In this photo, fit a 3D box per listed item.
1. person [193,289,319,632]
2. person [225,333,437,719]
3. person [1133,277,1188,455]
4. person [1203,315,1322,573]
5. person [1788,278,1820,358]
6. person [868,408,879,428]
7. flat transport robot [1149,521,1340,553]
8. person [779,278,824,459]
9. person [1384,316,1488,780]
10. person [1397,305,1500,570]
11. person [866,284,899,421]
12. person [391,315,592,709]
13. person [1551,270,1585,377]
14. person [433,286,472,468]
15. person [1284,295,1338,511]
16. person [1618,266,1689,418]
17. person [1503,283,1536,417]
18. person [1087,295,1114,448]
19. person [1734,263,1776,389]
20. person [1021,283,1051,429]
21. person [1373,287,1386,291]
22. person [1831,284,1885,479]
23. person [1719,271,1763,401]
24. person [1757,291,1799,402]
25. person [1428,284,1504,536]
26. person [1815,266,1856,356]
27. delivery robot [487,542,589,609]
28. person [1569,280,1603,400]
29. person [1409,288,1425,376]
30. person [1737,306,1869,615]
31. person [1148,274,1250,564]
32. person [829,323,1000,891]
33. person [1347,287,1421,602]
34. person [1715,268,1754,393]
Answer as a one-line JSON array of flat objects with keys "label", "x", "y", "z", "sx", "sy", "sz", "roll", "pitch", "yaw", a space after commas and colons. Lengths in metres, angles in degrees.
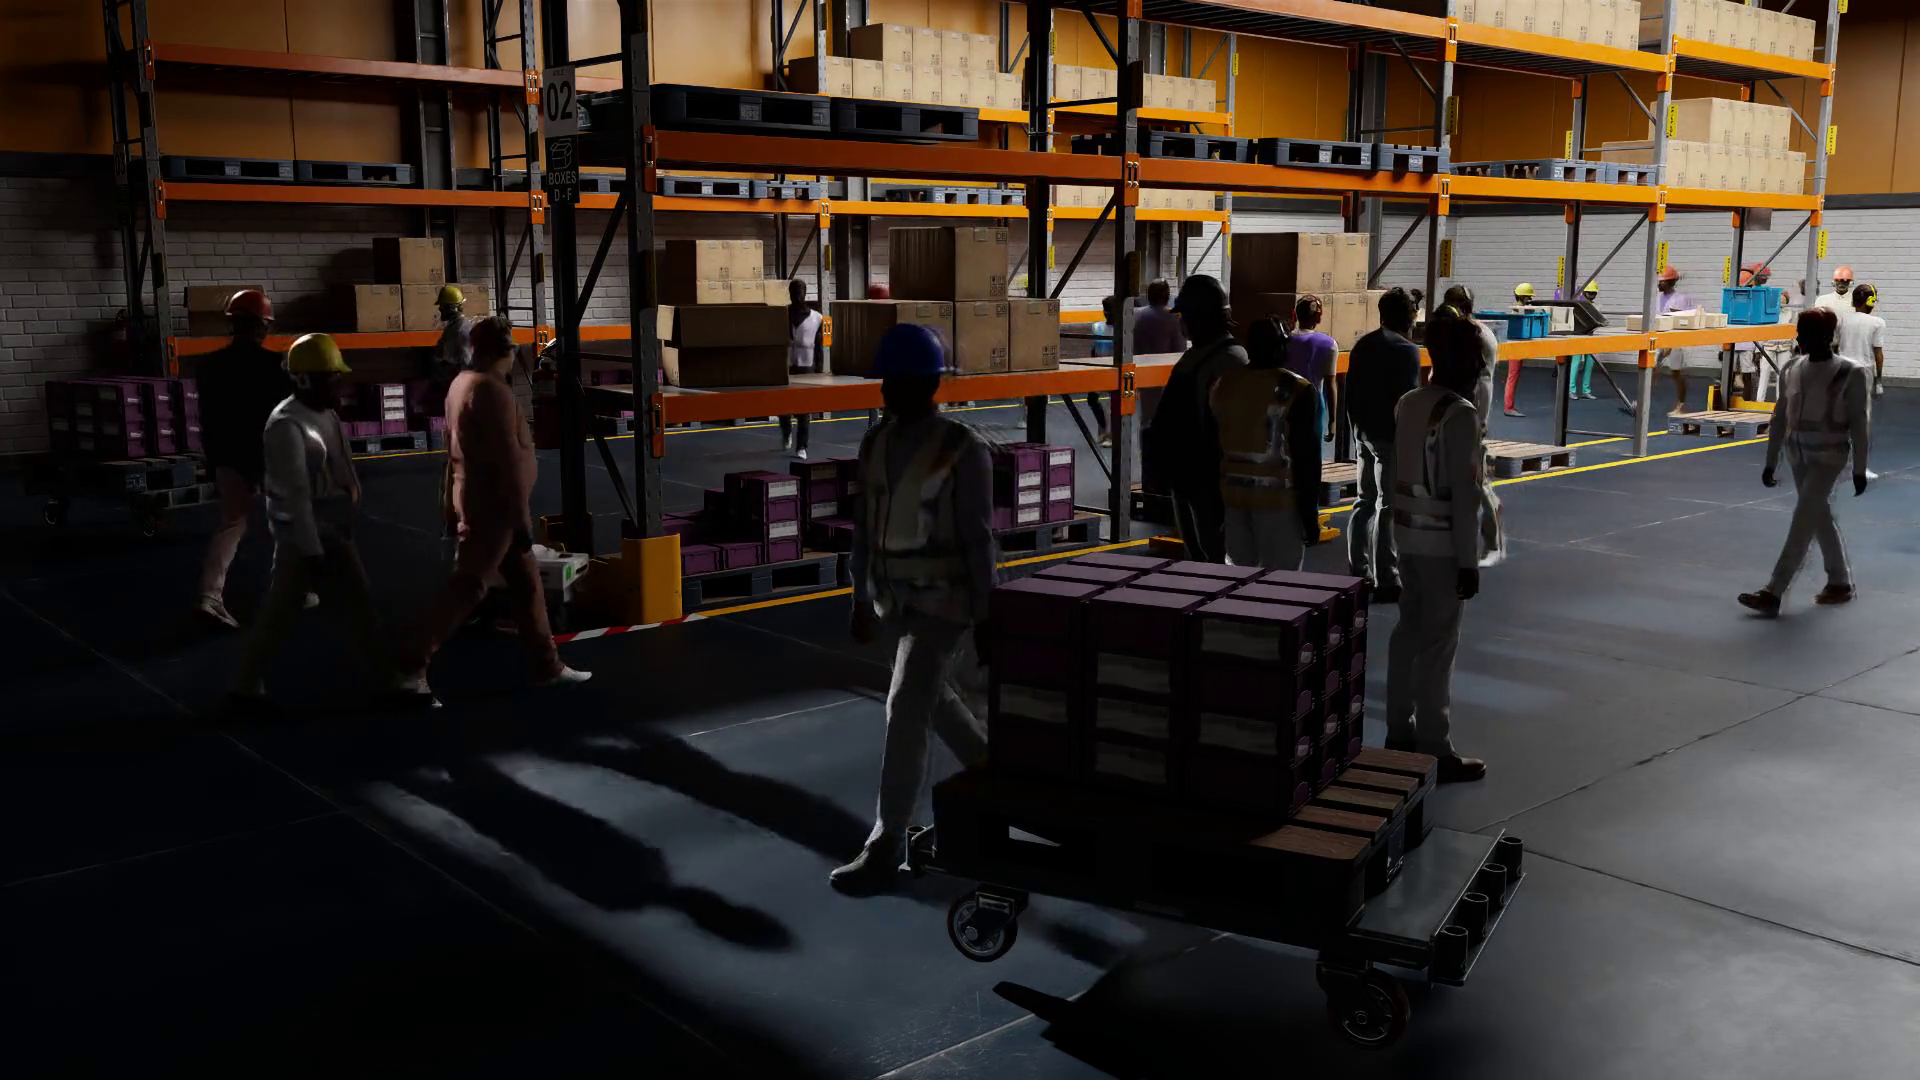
[{"label": "person", "x": -4.116, "y": -0.464, "z": 9.573, "sx": 0.621, "sy": 1.946, "sz": 1.014, "roll": 1, "pitch": 10, "yaw": 6}, {"label": "person", "x": -2.968, "y": -0.051, "z": 7.606, "sx": 0.940, "sy": 1.785, "sz": 0.614, "roll": 0, "pitch": 10, "yaw": 1}, {"label": "person", "x": 1.910, "y": -1.533, "z": 15.855, "sx": 0.664, "sy": 1.921, "sz": 0.564, "roll": 6, "pitch": 12, "yaw": 33}, {"label": "person", "x": 1.494, "y": -0.170, "z": 8.175, "sx": 0.428, "sy": 1.844, "sz": 0.647, "roll": -9, "pitch": 13, "yaw": -44}, {"label": "person", "x": 11.959, "y": -2.807, "z": 23.621, "sx": 0.637, "sy": 1.825, "sz": 0.444, "roll": -9, "pitch": 13, "yaw": -42}, {"label": "person", "x": -0.886, "y": -1.930, "z": 19.065, "sx": 0.496, "sy": 1.625, "sz": 0.287, "roll": 1, "pitch": 10, "yaw": 8}, {"label": "flat transport robot", "x": 2.096, "y": -0.075, "z": 12.154, "sx": 1.431, "sy": 0.197, "sz": 0.652, "roll": -9, "pitch": 13, "yaw": -42}, {"label": "person", "x": -1.748, "y": -1.827, "z": 17.668, "sx": 0.608, "sy": 1.899, "sz": 0.765, "roll": -1, "pitch": 10, "yaw": -8}, {"label": "person", "x": 1.956, "y": 0.032, "z": 6.814, "sx": 0.340, "sy": 1.881, "sz": 0.585, "roll": -2, "pitch": 10, "yaw": -12}, {"label": "person", "x": 3.321, "y": -0.670, "z": 11.174, "sx": 1.030, "sy": 1.800, "sz": 0.548, "roll": -4, "pitch": 11, "yaw": -23}, {"label": "person", "x": -0.602, "y": -1.422, "z": 15.400, "sx": 0.987, "sy": 1.855, "sz": 0.584, "roll": 0, "pitch": 10, "yaw": -1}, {"label": "person", "x": -2.314, "y": -0.143, "z": 7.956, "sx": 0.994, "sy": 1.856, "sz": 0.649, "roll": -5, "pitch": 11, "yaw": -25}, {"label": "person", "x": 10.686, "y": -3.816, "z": 29.189, "sx": 0.551, "sy": 1.933, "sz": 0.369, "roll": 4, "pitch": 11, "yaw": 24}, {"label": "person", "x": -4.979, "y": -1.589, "z": 16.461, "sx": 0.404, "sy": 1.827, "sz": 0.600, "roll": -4, "pitch": 11, "yaw": -24}, {"label": "person", "x": 2.569, "y": -0.926, "z": 12.566, "sx": 0.561, "sy": 1.836, "sz": 0.379, "roll": 6, "pitch": 11, "yaw": 32}, {"label": "person", "x": 9.175, "y": -2.572, "z": 21.752, "sx": 1.015, "sy": 1.986, "sz": 0.614, "roll": -3, "pitch": 10, "yaw": -19}, {"label": "person", "x": 7.437, "y": -2.519, "z": 22.094, "sx": 0.326, "sy": 1.767, "sz": 0.533, "roll": 3, "pitch": 10, "yaw": 16}, {"label": "person", "x": 1.659, "y": -1.862, "z": 18.434, "sx": 0.554, "sy": 1.687, "sz": 0.355, "roll": 7, "pitch": 12, "yaw": 35}, {"label": "person", "x": 12.778, "y": -3.396, "z": 26.499, "sx": 0.879, "sy": 2.011, "sz": 0.612, "roll": 7, "pitch": 12, "yaw": 36}, {"label": "person", "x": 0.944, "y": -2.298, "z": 20.363, "sx": 0.477, "sy": 1.909, "sz": 0.629, "roll": -1, "pitch": 10, "yaw": -3}, {"label": "person", "x": 7.253, "y": -3.606, "z": 28.969, "sx": 0.872, "sy": 1.592, "sz": 0.520, "roll": 1, "pitch": 10, "yaw": 4}, {"label": "person", "x": 8.564, "y": -1.511, "z": 15.907, "sx": 0.334, "sy": 1.865, "sz": 0.521, "roll": -7, "pitch": 12, "yaw": -36}, {"label": "person", "x": 10.007, "y": -2.475, "z": 21.339, "sx": 0.374, "sy": 1.934, "sz": 0.549, "roll": -8, "pitch": 13, "yaw": -40}, {"label": "person", "x": 11.434, "y": -2.660, "z": 23.290, "sx": 0.511, "sy": 1.639, "sz": 0.308, "roll": 3, "pitch": 10, "yaw": 17}, {"label": "person", "x": 3.694, "y": -0.920, "z": 12.263, "sx": 0.697, "sy": 1.922, "sz": 0.660, "roll": -3, "pitch": 10, "yaw": -19}, {"label": "person", "x": 11.074, "y": -2.451, "z": 21.018, "sx": 0.612, "sy": 1.997, "sz": 0.375, "roll": 6, "pitch": 11, "yaw": 30}, {"label": "delivery robot", "x": -2.495, "y": 0.187, "z": 9.515, "sx": 0.707, "sy": 0.478, "sz": 0.477, "roll": 1, "pitch": 10, "yaw": 8}, {"label": "person", "x": 9.286, "y": -2.952, "z": 24.634, "sx": 0.533, "sy": 1.765, "sz": 0.326, "roll": -3, "pitch": 10, "yaw": -15}, {"label": "person", "x": 6.633, "y": -2.829, "z": 24.197, "sx": 0.554, "sy": 1.670, "sz": 0.697, "roll": 7, "pitch": 12, "yaw": 34}, {"label": "person", "x": 5.091, "y": -0.477, "z": 9.967, "sx": 1.020, "sy": 1.826, "sz": 0.578, "roll": -4, "pitch": 10, "yaw": -20}, {"label": "person", "x": 1.253, "y": -0.374, "z": 8.731, "sx": 0.536, "sy": 2.000, "sz": 0.684, "roll": -2, "pitch": 10, "yaw": -11}, {"label": "person", "x": -0.096, "y": 0.190, "z": 5.834, "sx": 0.955, "sy": 1.911, "sz": 0.629, "roll": -9, "pitch": 13, "yaw": -43}, {"label": "person", "x": 2.628, "y": -0.587, "z": 10.279, "sx": 0.353, "sy": 1.936, "sz": 0.635, "roll": -4, "pitch": 10, "yaw": -21}, {"label": "person", "x": 12.095, "y": -3.255, "z": 25.921, "sx": 0.563, "sy": 1.926, "sz": 0.713, "roll": -2, "pitch": 10, "yaw": -14}]
